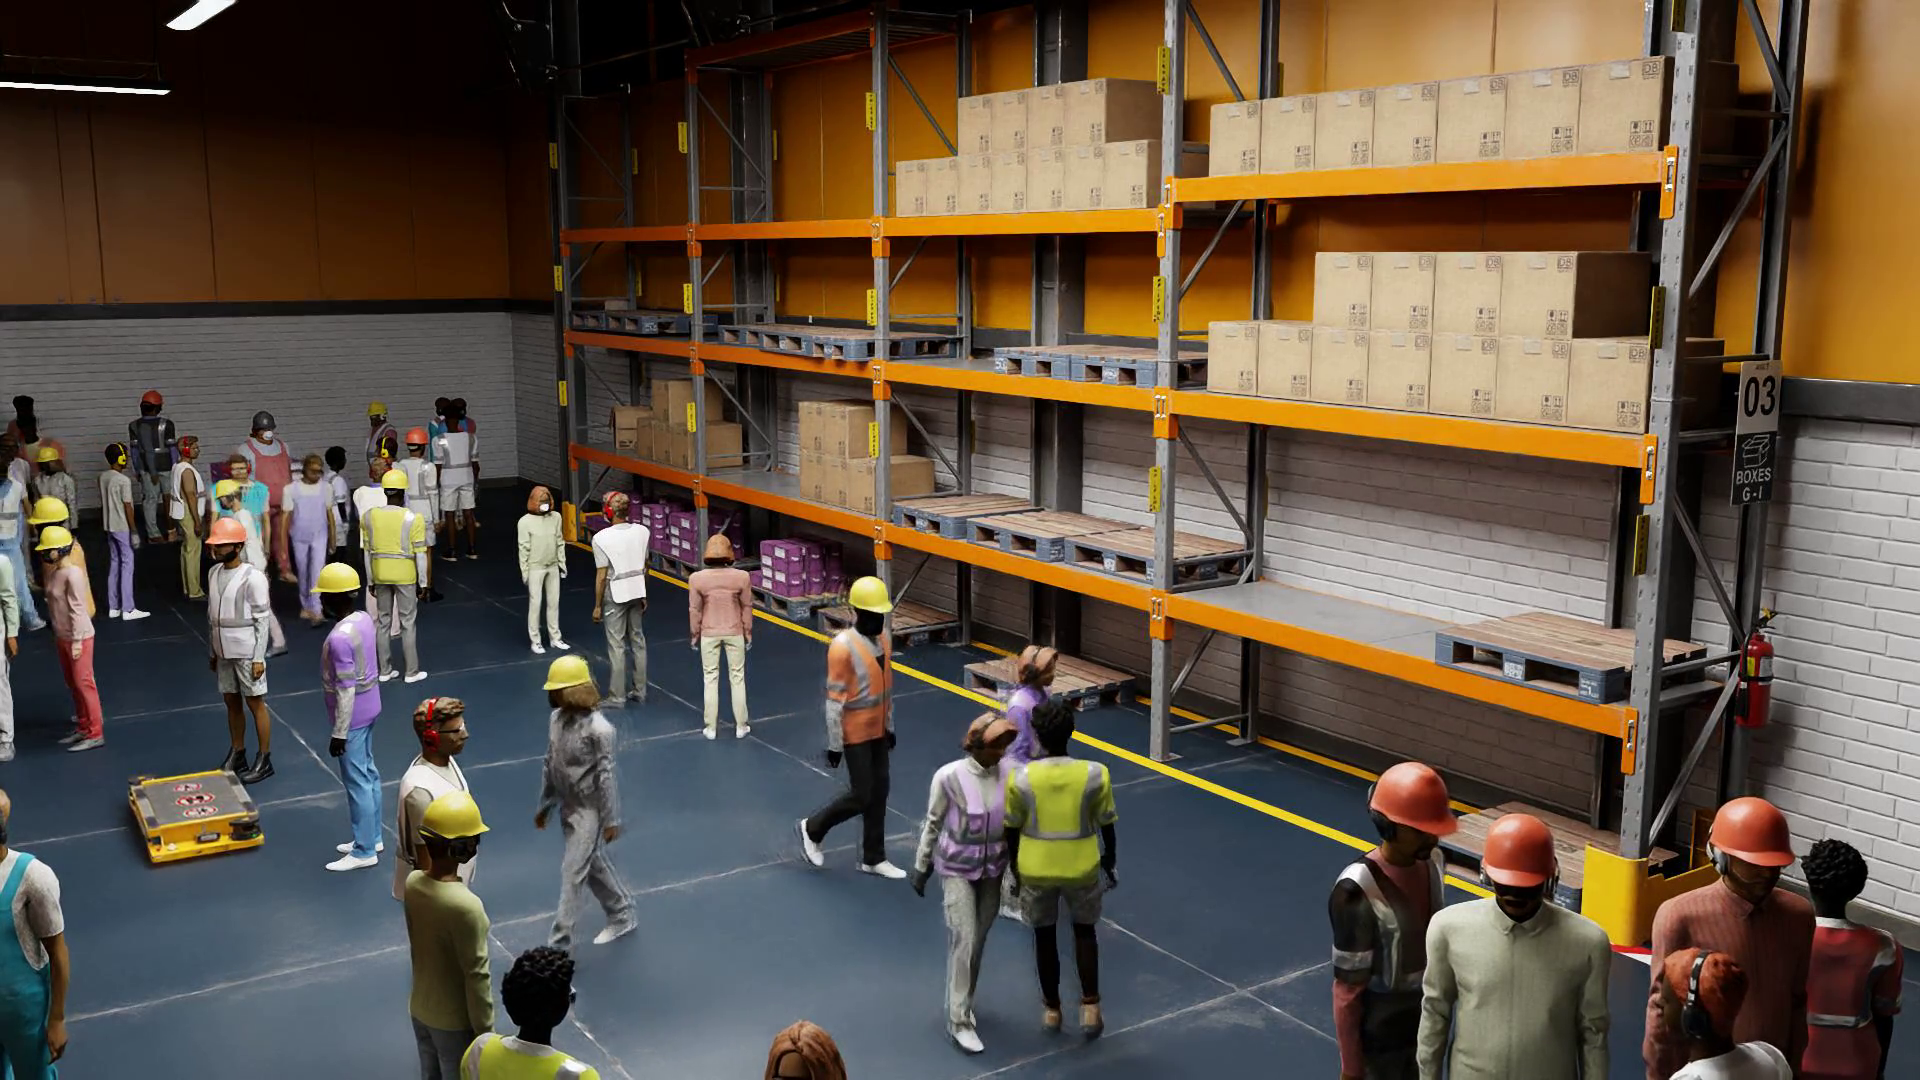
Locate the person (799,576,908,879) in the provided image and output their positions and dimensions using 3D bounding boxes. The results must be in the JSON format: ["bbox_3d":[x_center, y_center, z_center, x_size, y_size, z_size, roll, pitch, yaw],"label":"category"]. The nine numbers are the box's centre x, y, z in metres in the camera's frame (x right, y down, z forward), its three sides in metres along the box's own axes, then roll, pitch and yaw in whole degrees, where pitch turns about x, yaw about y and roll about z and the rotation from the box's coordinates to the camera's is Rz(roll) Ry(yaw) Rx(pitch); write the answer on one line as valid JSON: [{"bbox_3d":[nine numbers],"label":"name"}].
[{"bbox_3d":[-0.643,1.138,10.143,0.588,1.905,0.589,5,11,25],"label":"person"}]

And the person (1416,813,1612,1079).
[{"bbox_3d":[1.853,1.869,5.613,0.617,1.986,0.408,3,10,17],"label":"person"}]

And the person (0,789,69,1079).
[{"bbox_3d":[-3.654,1.814,6.344,0.516,1.844,0.329,1,10,8],"label":"person"}]

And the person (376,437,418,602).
[{"bbox_3d":[-6.163,-0.197,18.117,0.333,1.860,0.510,3,10,16],"label":"person"}]

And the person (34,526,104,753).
[{"bbox_3d":[-6.871,0.756,12.814,0.518,1.757,0.341,9,13,42],"label":"person"}]

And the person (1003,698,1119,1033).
[{"bbox_3d":[0.481,1.596,8.080,0.582,1.684,0.387,0,10,2],"label":"person"}]

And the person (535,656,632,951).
[{"bbox_3d":[-2.074,1.452,8.937,0.503,1.709,0.844,9,13,43],"label":"person"}]

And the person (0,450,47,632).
[{"bbox_3d":[-9.737,0.011,16.859,1.012,1.869,0.589,6,11,31],"label":"person"}]

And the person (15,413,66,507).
[{"bbox_3d":[-11.121,-0.568,20.060,0.646,1.929,0.698,2,10,10],"label":"person"}]

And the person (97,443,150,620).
[{"bbox_3d":[-8.816,-0.088,17.475,0.513,1.862,0.325,6,11,31],"label":"person"}]

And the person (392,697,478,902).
[{"bbox_3d":[-2.359,1.609,7.542,0.387,1.846,0.566,-2,10,-10],"label":"person"}]

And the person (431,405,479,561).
[{"bbox_3d":[-6.329,-0.714,20.869,0.625,1.956,0.378,-8,13,-39],"label":"person"}]

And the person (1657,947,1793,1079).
[{"bbox_3d":[2.117,2.071,4.756,0.586,1.876,0.343,-6,11,-32],"label":"person"}]

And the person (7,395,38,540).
[{"bbox_3d":[-12.563,-0.973,22.374,0.600,1.958,0.368,9,13,42],"label":"person"}]

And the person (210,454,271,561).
[{"bbox_3d":[-7.377,0.011,17.089,0.577,1.822,0.870,-4,10,-22],"label":"person"}]

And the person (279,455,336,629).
[{"bbox_3d":[-6.735,0.005,17.176,0.586,1.776,1.001,-5,11,-25],"label":"person"}]

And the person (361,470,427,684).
[{"bbox_3d":[-5.032,0.328,14.869,0.581,1.919,0.394,1,10,4],"label":"person"}]

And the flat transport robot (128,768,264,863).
[{"bbox_3d":[-5.104,1.796,11.065,0.652,0.197,1.431,-6,11,-31],"label":"flat transport robot"}]

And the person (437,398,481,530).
[{"bbox_3d":[-6.974,-1.067,23.265,0.429,1.844,0.623,6,11,31],"label":"person"}]

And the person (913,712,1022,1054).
[{"bbox_3d":[0.095,1.641,8.041,0.571,1.604,0.660,-5,11,-26],"label":"person"}]

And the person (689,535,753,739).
[{"bbox_3d":[-1.880,0.764,13.126,0.498,1.633,0.284,-1,10,-7],"label":"person"}]

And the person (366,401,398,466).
[{"bbox_3d":[-7.987,-1.010,22.992,0.403,1.824,0.591,-9,13,-43],"label":"person"}]

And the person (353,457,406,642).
[{"bbox_3d":[-5.734,0.095,16.499,0.562,1.828,0.416,3,10,15],"label":"person"}]

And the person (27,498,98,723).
[{"bbox_3d":[-7.149,0.604,13.271,0.418,1.916,0.682,-7,12,-37],"label":"person"}]

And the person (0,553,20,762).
[{"bbox_3d":[-7.391,0.721,12.465,0.614,1.943,0.399,-2,10,-12],"label":"person"}]

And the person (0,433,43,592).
[{"bbox_3d":[-10.664,-0.289,18.716,0.342,1.840,0.504,6,11,31],"label":"person"}]

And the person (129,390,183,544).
[{"bbox_3d":[-10.634,-0.957,22.026,0.605,2.044,0.375,0,10,-2],"label":"person"}]

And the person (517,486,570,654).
[{"bbox_3d":[-4.006,0.283,15.985,0.296,1.622,0.504,8,13,40],"label":"person"}]

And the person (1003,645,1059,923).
[{"bbox_3d":[0.412,1.395,9.460,0.370,1.629,0.532,5,11,26],"label":"person"}]

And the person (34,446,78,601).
[{"bbox_3d":[-9.967,-0.173,18.338,0.488,1.735,0.337,2,10,11],"label":"person"}]

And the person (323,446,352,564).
[{"bbox_3d":[-7.004,-0.217,18.723,0.320,1.690,0.535,-6,11,-30],"label":"person"}]

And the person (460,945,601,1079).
[{"bbox_3d":[-1.313,2.091,5.192,0.530,1.690,0.322,4,11,24],"label":"person"}]

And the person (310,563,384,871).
[{"bbox_3d":[-3.802,1.091,10.348,0.369,1.927,0.587,-1,10,-8],"label":"person"}]

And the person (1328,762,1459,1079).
[{"bbox_3d":[1.589,1.775,6.037,0.619,2.028,0.409,-9,13,-42],"label":"person"}]

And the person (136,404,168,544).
[{"bbox_3d":[-10.742,-0.913,22.090,0.371,1.935,0.627,-5,11,-29],"label":"person"}]

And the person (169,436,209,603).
[{"bbox_3d":[-8.493,-0.230,18.337,0.389,1.846,0.567,-7,12,-35],"label":"person"}]

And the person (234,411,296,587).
[{"bbox_3d":[-7.972,-0.481,19.239,0.538,2.000,0.686,7,12,35],"label":"person"}]

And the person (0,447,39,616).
[{"bbox_3d":[-10.148,-0.099,17.724,0.960,1.795,0.536,7,12,35],"label":"person"}]

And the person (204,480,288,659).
[{"bbox_3d":[-6.767,0.289,15.657,0.772,1.707,0.601,-5,11,-27],"label":"person"}]

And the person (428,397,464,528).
[{"bbox_3d":[-7.220,-1.089,23.394,0.430,1.845,0.624,6,11,30],"label":"person"}]

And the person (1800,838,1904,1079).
[{"bbox_3d":[3.160,1.931,6.130,0.535,1.688,0.321,1,10,8],"label":"person"}]

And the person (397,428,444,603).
[{"bbox_3d":[-5.956,-0.269,18.338,0.544,1.929,0.387,3,10,18],"label":"person"}]

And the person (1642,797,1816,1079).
[{"bbox_3d":[2.650,1.843,5.736,0.622,1.994,0.381,-2,10,-12],"label":"person"}]

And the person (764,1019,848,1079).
[{"bbox_3d":[-0.447,2.175,4.842,0.498,1.634,0.279,1,10,8],"label":"person"}]

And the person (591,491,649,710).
[{"bbox_3d":[-2.840,0.508,13.996,0.389,1.849,0.565,7,12,37],"label":"person"}]

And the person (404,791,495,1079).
[{"bbox_3d":[-1.954,1.838,6.464,0.339,1.761,0.524,-9,13,-44],"label":"person"}]

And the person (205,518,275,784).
[{"bbox_3d":[-5.239,0.795,12.039,0.545,1.942,0.354,4,11,25],"label":"person"}]
